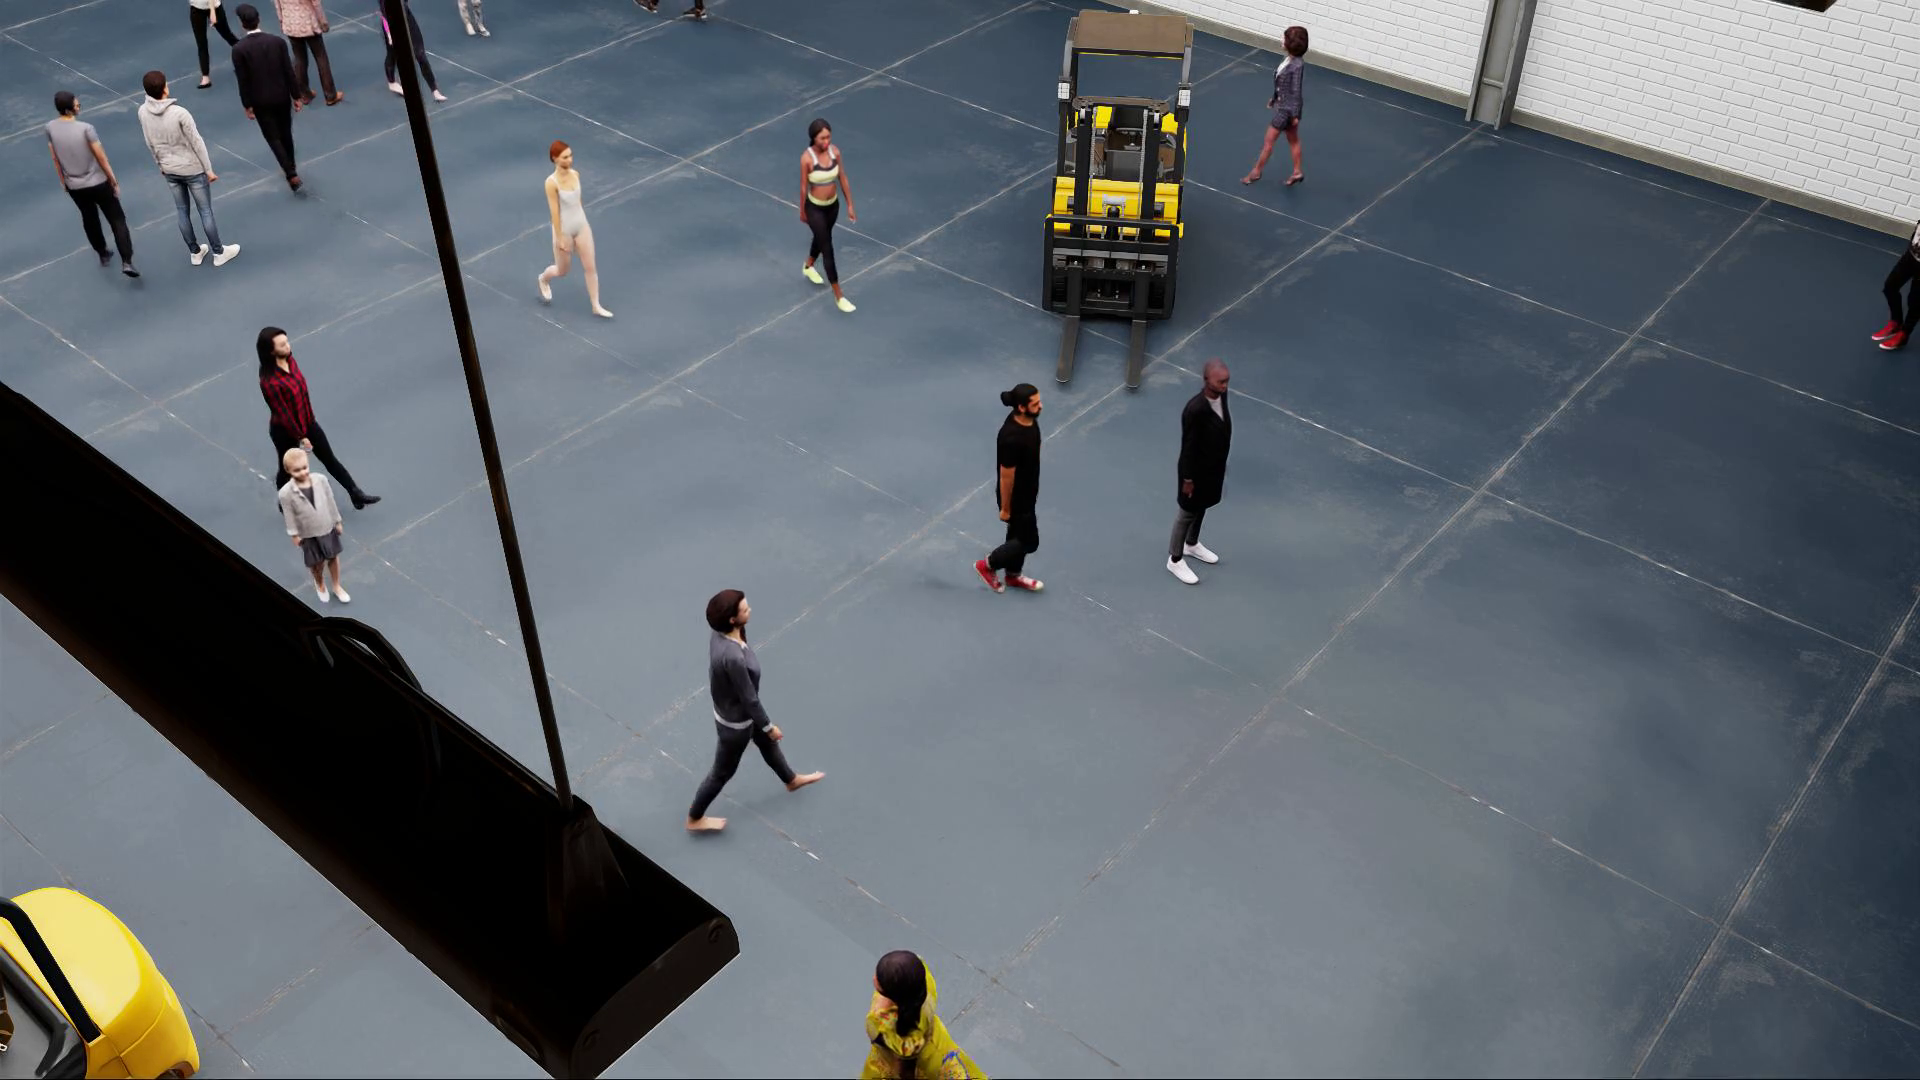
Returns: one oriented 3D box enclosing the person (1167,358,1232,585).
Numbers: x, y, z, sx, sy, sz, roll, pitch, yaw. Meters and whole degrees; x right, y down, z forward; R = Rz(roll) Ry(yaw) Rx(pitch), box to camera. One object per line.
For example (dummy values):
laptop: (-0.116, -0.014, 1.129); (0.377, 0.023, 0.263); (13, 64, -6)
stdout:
person: (1.682, -0.523, 11.686); (0.546, 1.763, 0.641); (26, 45, 29)

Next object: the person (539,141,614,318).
person: (-3.471, -2.711, 14.539); (0.976, 1.623, 0.576); (24, 45, 27)

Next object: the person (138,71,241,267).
person: (-7.118, -3.392, 15.207); (0.714, 1.853, 0.819); (4, 39, 5)

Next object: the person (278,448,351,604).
person: (-4.513, -0.117, 11.572); (0.548, 1.271, 0.576); (-28, 46, -30)

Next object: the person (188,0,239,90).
person: (-8.342, -5.943, 18.541); (1.077, 1.679, 1.003); (5, 39, 6)

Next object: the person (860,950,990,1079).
person: (-0.156, 2.512, 8.009); (1.354, 1.611, 1.155); (6, 39, 7)

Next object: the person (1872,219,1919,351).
person: (8.220, -2.356, 14.065); (0.781, 1.660, 0.703); (-7, 39, -8)

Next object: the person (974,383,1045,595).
person: (0.326, -0.344, 11.473); (0.855, 1.749, 0.783); (8, 39, 10)

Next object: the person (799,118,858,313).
person: (-1.262, -2.946, 14.773); (0.776, 1.697, 1.222); (-24, 45, -27)

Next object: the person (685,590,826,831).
person: (-1.386, 1.057, 9.742); (1.104, 1.721, 1.156); (-10, 40, -12)

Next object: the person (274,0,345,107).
person: (-7.131, -5.592, 18.006); (0.726, 1.797, 0.860); (7, 39, 9)

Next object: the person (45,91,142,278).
person: (-7.869, -3.205, 15.067); (1.044, 1.735, 1.110); (-9, 40, -11)

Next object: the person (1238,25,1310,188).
person: (3.321, -4.237, 16.409); (1.008, 1.673, 0.873); (7, 39, 9)

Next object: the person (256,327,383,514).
person: (-4.969, -0.812, 12.160); (1.107, 1.623, 0.953); (4, 39, 5)

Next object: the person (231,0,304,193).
person: (-6.769, -4.313, 16.353); (0.862, 1.863, 1.086); (-25, 45, -28)

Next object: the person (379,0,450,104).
person: (-6.143, -5.589, 18.097); (1.165, 1.680, 0.622); (21, 43, 24)

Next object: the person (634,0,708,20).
person: (-3.336, -7.118, 19.911); (1.261, 1.805, 0.940); (13, 40, 15)

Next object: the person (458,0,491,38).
person: (-5.912, -6.657, 19.741); (0.609, 1.296, 0.734); (-24, 44, -27)
